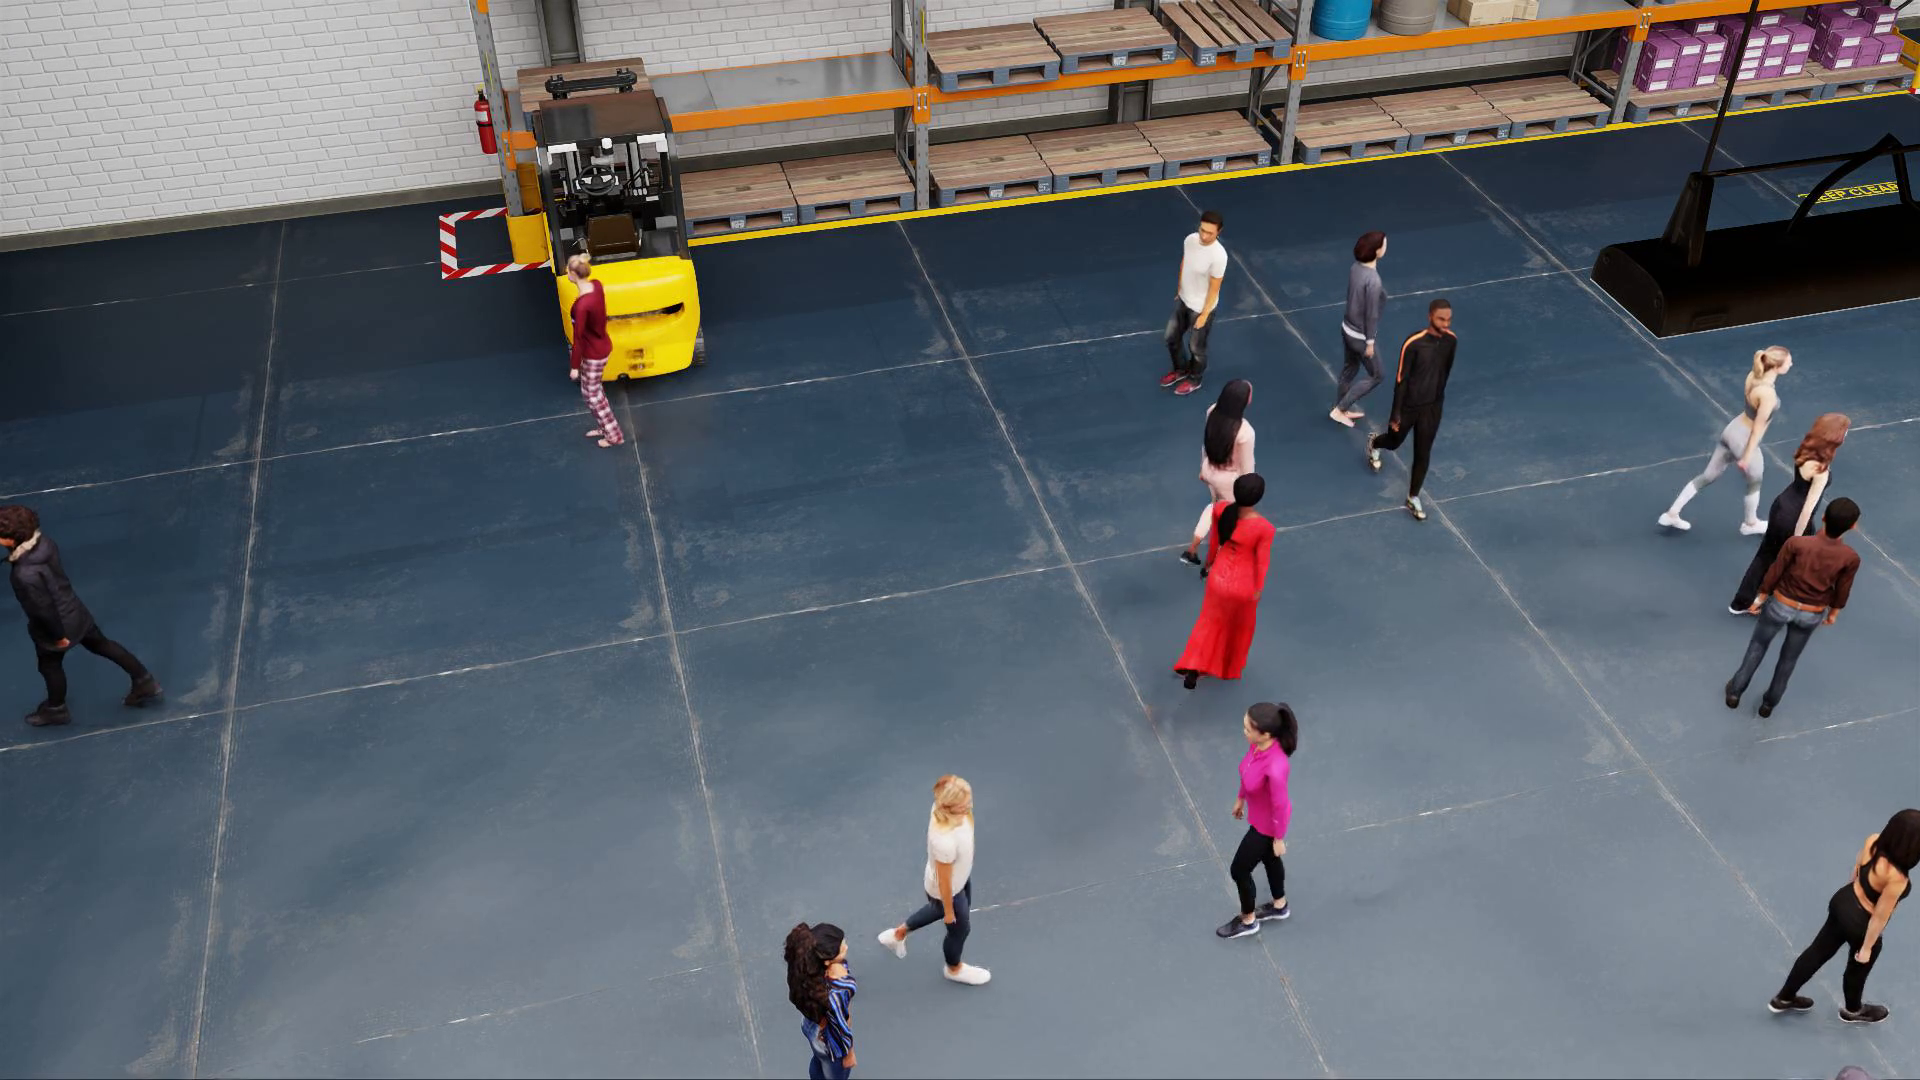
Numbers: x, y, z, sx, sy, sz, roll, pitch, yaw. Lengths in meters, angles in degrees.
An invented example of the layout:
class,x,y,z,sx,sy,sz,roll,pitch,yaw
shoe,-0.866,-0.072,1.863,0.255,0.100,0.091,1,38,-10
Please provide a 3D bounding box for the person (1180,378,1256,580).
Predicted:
class,x,y,z,sx,sy,sz,roll,pitch,yaw
person,1.816,-0.392,11.881,0.785,1.710,0.740,-22,44,-25

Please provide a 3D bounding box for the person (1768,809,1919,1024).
class,x,y,z,sx,sy,sz,roll,pitch,yaw
person,4.741,2.031,8.911,0.900,1.629,0.693,-1,39,-2

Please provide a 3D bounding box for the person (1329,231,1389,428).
class,x,y,z,sx,sy,sz,roll,pitch,yaw
person,3.171,-1.670,13.437,0.602,1.764,0.622,-9,40,-12

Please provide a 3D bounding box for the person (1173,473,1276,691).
class,x,y,z,sx,sy,sz,roll,pitch,yaw
person,1.744,0.325,10.946,0.926,1.766,1.009,24,44,27

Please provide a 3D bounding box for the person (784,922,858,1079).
class,x,y,z,sx,sy,sz,roll,pitch,yaw
person,-0.661,2.471,8.370,0.593,1.617,0.639,-16,41,-19

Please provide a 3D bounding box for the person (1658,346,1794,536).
class,x,y,z,sx,sy,sz,roll,pitch,yaw
person,5.695,-0.710,12.315,1.165,1.664,0.743,-1,39,-2

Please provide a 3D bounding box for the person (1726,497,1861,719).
class,x,y,z,sx,sy,sz,roll,pitch,yaw
person,5.402,0.477,10.738,0.746,1.777,0.841,14,41,17

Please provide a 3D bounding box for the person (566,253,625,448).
class,x,y,z,sx,sy,sz,roll,pitch,yaw
person,-2.869,-1.520,13.311,0.716,1.688,0.736,1,39,1

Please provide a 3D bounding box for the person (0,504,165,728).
class,x,y,z,sx,sy,sz,roll,pitch,yaw
person,-5.733,0.486,10.752,1.125,1.745,0.696,-6,39,-7

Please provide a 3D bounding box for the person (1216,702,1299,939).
class,x,y,z,sx,sy,sz,roll,pitch,yaw
person,1.829,1.583,9.444,0.758,1.675,0.688,-6,39,-7

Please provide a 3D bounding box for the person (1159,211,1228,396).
class,x,y,z,sx,sy,sz,roll,pitch,yaw
person,2.043,-1.972,13.821,0.759,1.768,0.773,-22,44,-25

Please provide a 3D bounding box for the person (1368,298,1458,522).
class,x,y,z,sx,sy,sz,roll,pitch,yaw
person,3.437,-1.076,12.678,1.050,1.783,0.716,-7,39,-9

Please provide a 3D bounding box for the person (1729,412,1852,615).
class,x,y,z,sx,sy,sz,roll,pitch,yaw
person,5.686,-0.146,11.559,0.754,1.726,0.691,1,39,2

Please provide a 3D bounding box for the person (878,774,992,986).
class,x,y,z,sx,sy,sz,roll,pitch,yaw
person,-0.146,1.851,9.010,0.959,1.788,0.788,-1,39,-2
